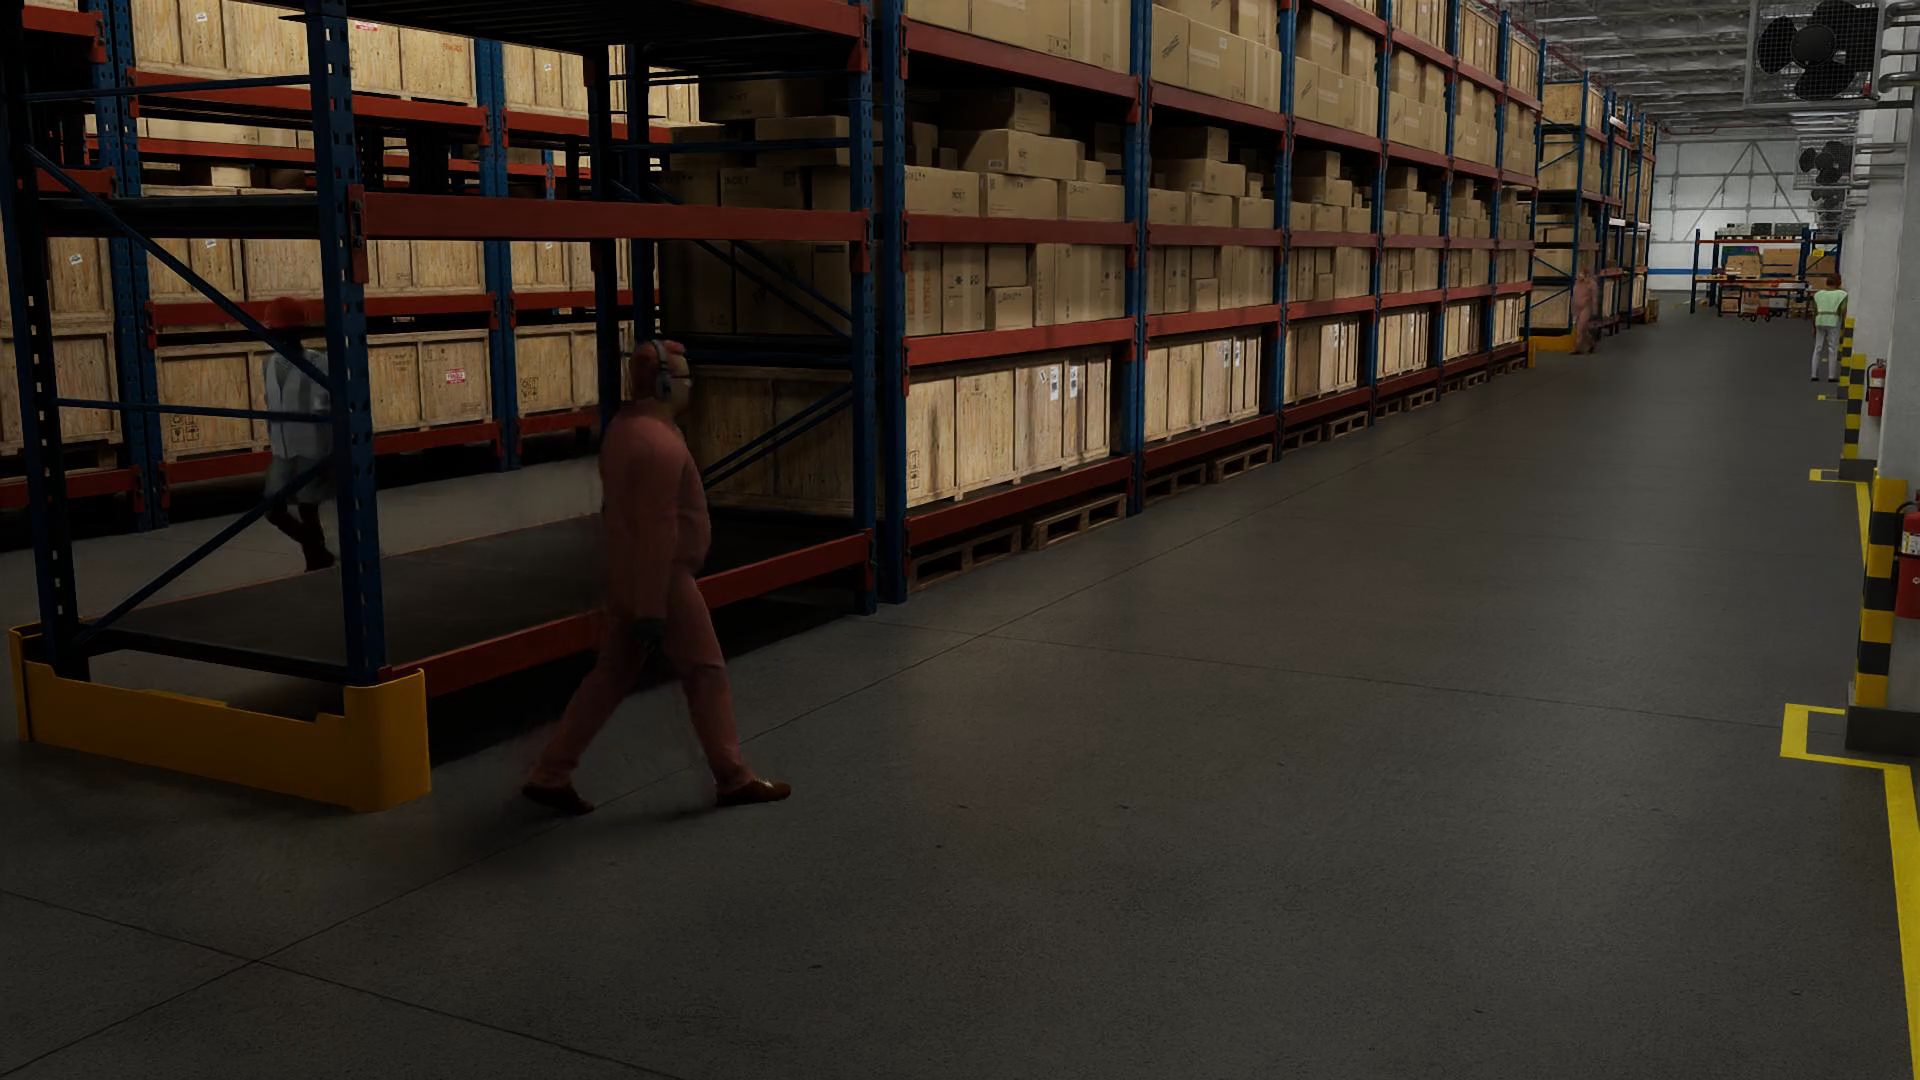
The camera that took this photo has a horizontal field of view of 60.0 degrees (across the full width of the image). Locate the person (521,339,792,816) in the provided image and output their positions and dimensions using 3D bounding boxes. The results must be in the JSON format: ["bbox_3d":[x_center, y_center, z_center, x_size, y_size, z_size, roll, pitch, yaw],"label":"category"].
[{"bbox_3d":[-1.214,0.161,6.388,1.013,1.862,0.656,-5,11,-26],"label":"person"}]

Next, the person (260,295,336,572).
[{"bbox_3d":[-4.097,-0.556,10.346,0.546,1.918,0.477,3,10,19],"label":"person"}]

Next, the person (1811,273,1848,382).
[{"bbox_3d":[14.681,-3.581,28.113,0.394,1.836,0.561,-8,13,-39],"label":"person"}]

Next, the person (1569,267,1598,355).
[{"bbox_3d":[13.440,-4.924,35.766,0.793,1.884,0.653,-4,11,-23],"label":"person"}]
